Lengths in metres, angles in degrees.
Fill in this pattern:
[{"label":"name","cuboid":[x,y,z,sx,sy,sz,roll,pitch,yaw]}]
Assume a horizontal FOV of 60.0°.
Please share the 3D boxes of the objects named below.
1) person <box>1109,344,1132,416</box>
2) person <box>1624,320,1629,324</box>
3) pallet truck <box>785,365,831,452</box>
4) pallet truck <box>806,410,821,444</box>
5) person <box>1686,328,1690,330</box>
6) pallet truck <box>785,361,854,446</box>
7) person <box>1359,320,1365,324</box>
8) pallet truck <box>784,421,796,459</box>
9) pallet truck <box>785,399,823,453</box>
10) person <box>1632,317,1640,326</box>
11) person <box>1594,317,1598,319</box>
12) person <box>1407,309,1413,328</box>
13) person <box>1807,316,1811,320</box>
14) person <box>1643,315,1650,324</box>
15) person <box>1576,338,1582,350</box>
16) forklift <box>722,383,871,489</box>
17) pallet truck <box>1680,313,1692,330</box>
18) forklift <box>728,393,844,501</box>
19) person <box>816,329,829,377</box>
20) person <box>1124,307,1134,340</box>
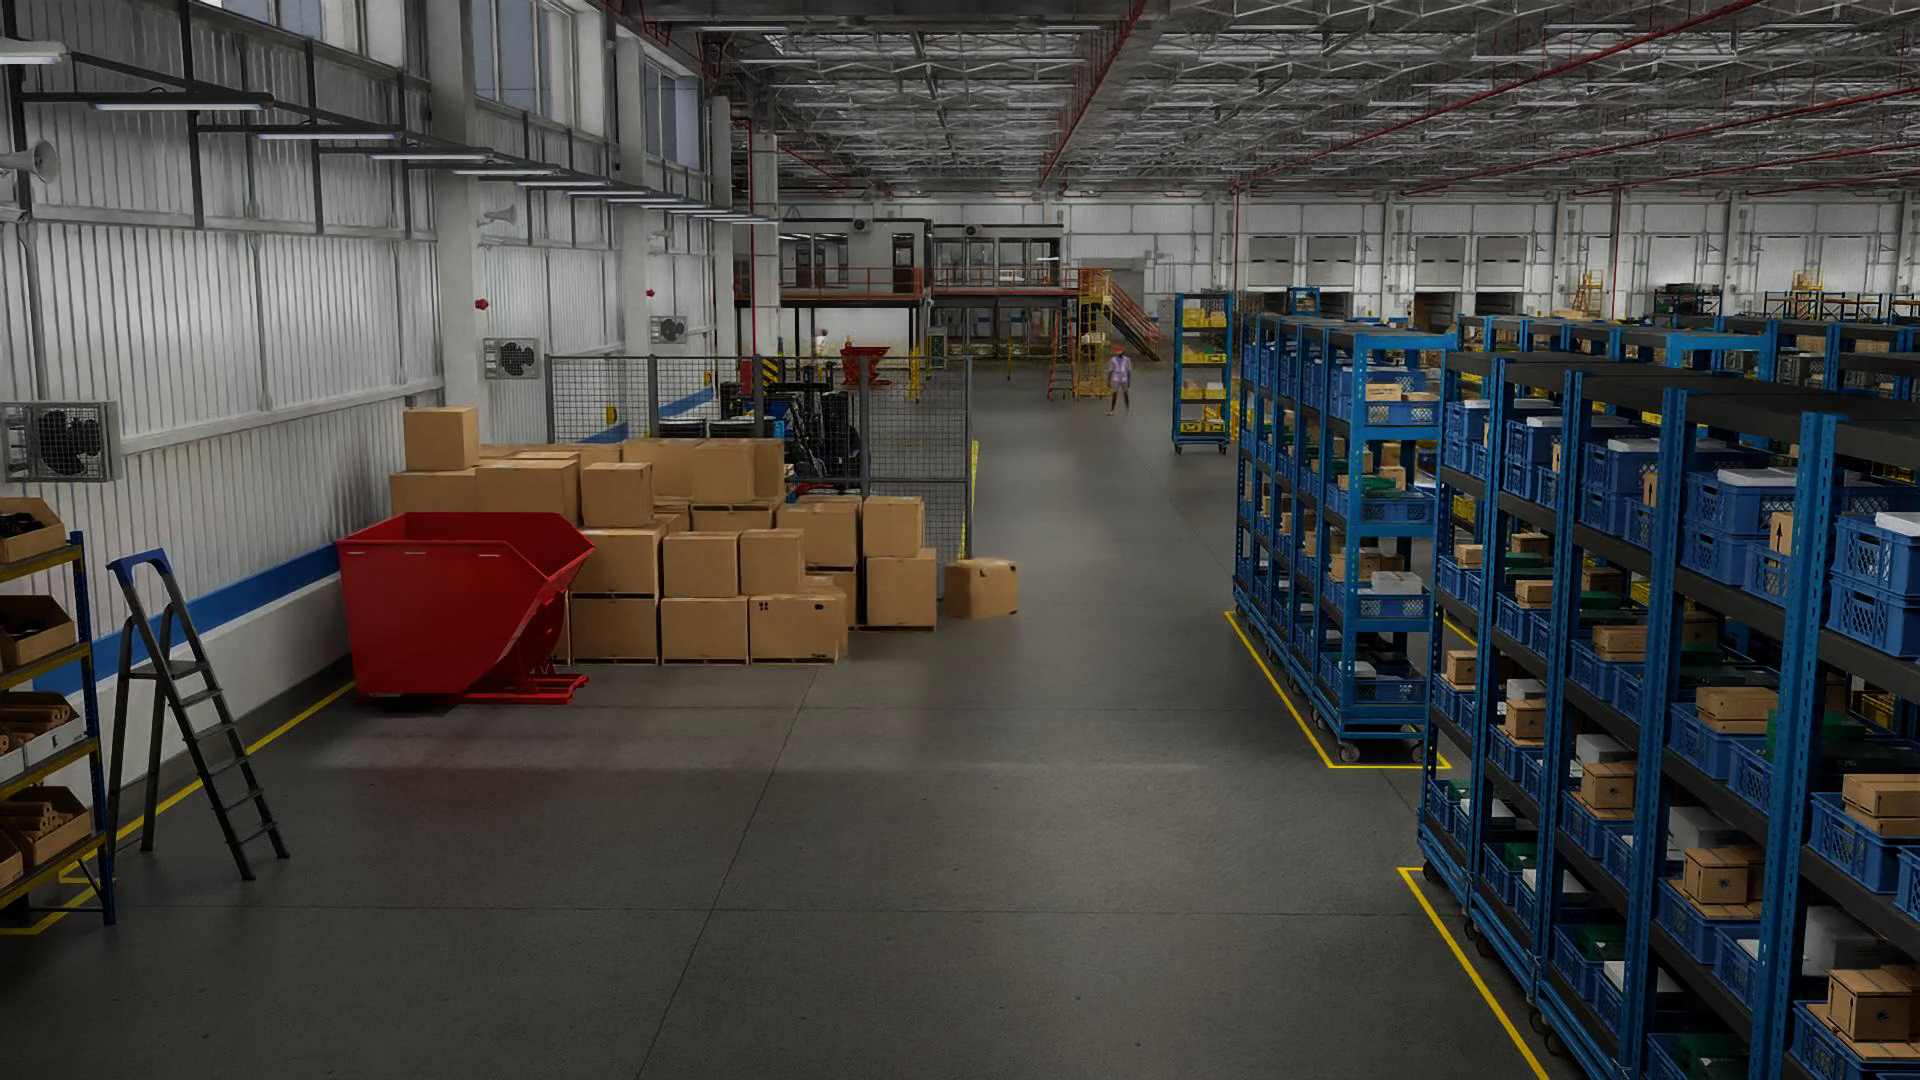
[{"label":"person","cuboid":[4.553,-4.534,47.153,0.612,2.040,0.394,2,9,11]},{"label":"person","cuboid":[33.064,-10.130,82.732,0.445,1.678,0.561,-8,12,-40]},{"label":"pallet truck","cuboid":[-3.774,-2.976,37.635,1.885,1.965,0.823,1,9,5]},{"label":"pallet truck","cuboid":[-3.559,-2.018,33.905,1.522,1.261,0.704,0,9,-1]},{"label":"person","cuboid":[26.676,-6.790,61.171,0.395,1.993,0.614,-4,10,-23]},{"label":"pallet truck","cuboid":[-3.410,-3.193,38.978,1.885,1.965,0.823,0,9,-1]},{"label":"person","cuboid":[18.024,-8.981,74.999,0.976,1.899,0.544,-5,10,-27]},{"label":"pallet truck","cuboid":[-4.013,-1.793,32.705,1.601,1.201,0.680,0,9,1]},{"label":"pallet truck","cuboid":[-3.814,-2.432,36.419,1.630,1.274,0.653,0,9,1]},{"label":"person","cuboid":[31.742,-9.508,78.175,0.592,1.922,0.400,0,9,-2]},{"label":"person","cuboid":[29.928,-9.502,78.132,0.668,1.927,0.640,7,11,36]},{"label":"person","cuboid":[25.599,-12.180,94.666,0.398,1.918,0.587,6,11,32]},{"label":"person","cuboid":[41.683,-10.075,81.882,0.619,1.862,1.007,8,13,42]},{"label":"person","cuboid":[35.728,-10.864,86.905,0.925,1.794,0.665,7,11,36]},{"label":"person","cuboid":[24.803,-7.807,67.305,0.679,2.000,0.537,2,9,13]},{"label":"forklift","cuboid":[-2.893,-1.687,28.729,2.680,1.987,1.157,0,9,-1]},{"label":"pallet truck","cuboid":[36.315,-10.531,84.244,0.823,1.965,1.885,-6,11,-33]},{"label":"forklift","cuboid":[-2.979,-1.316,26.476,2.680,1.987,1.157,0,9,1]},{"label":"person","cuboid":[-5.317,-7.234,64.333,0.481,1.857,0.585,-8,12,-40]},{"label":"person","cuboid":[9.948,-12.747,98.057,0.602,1.949,0.393,-4,10,-21]}]
